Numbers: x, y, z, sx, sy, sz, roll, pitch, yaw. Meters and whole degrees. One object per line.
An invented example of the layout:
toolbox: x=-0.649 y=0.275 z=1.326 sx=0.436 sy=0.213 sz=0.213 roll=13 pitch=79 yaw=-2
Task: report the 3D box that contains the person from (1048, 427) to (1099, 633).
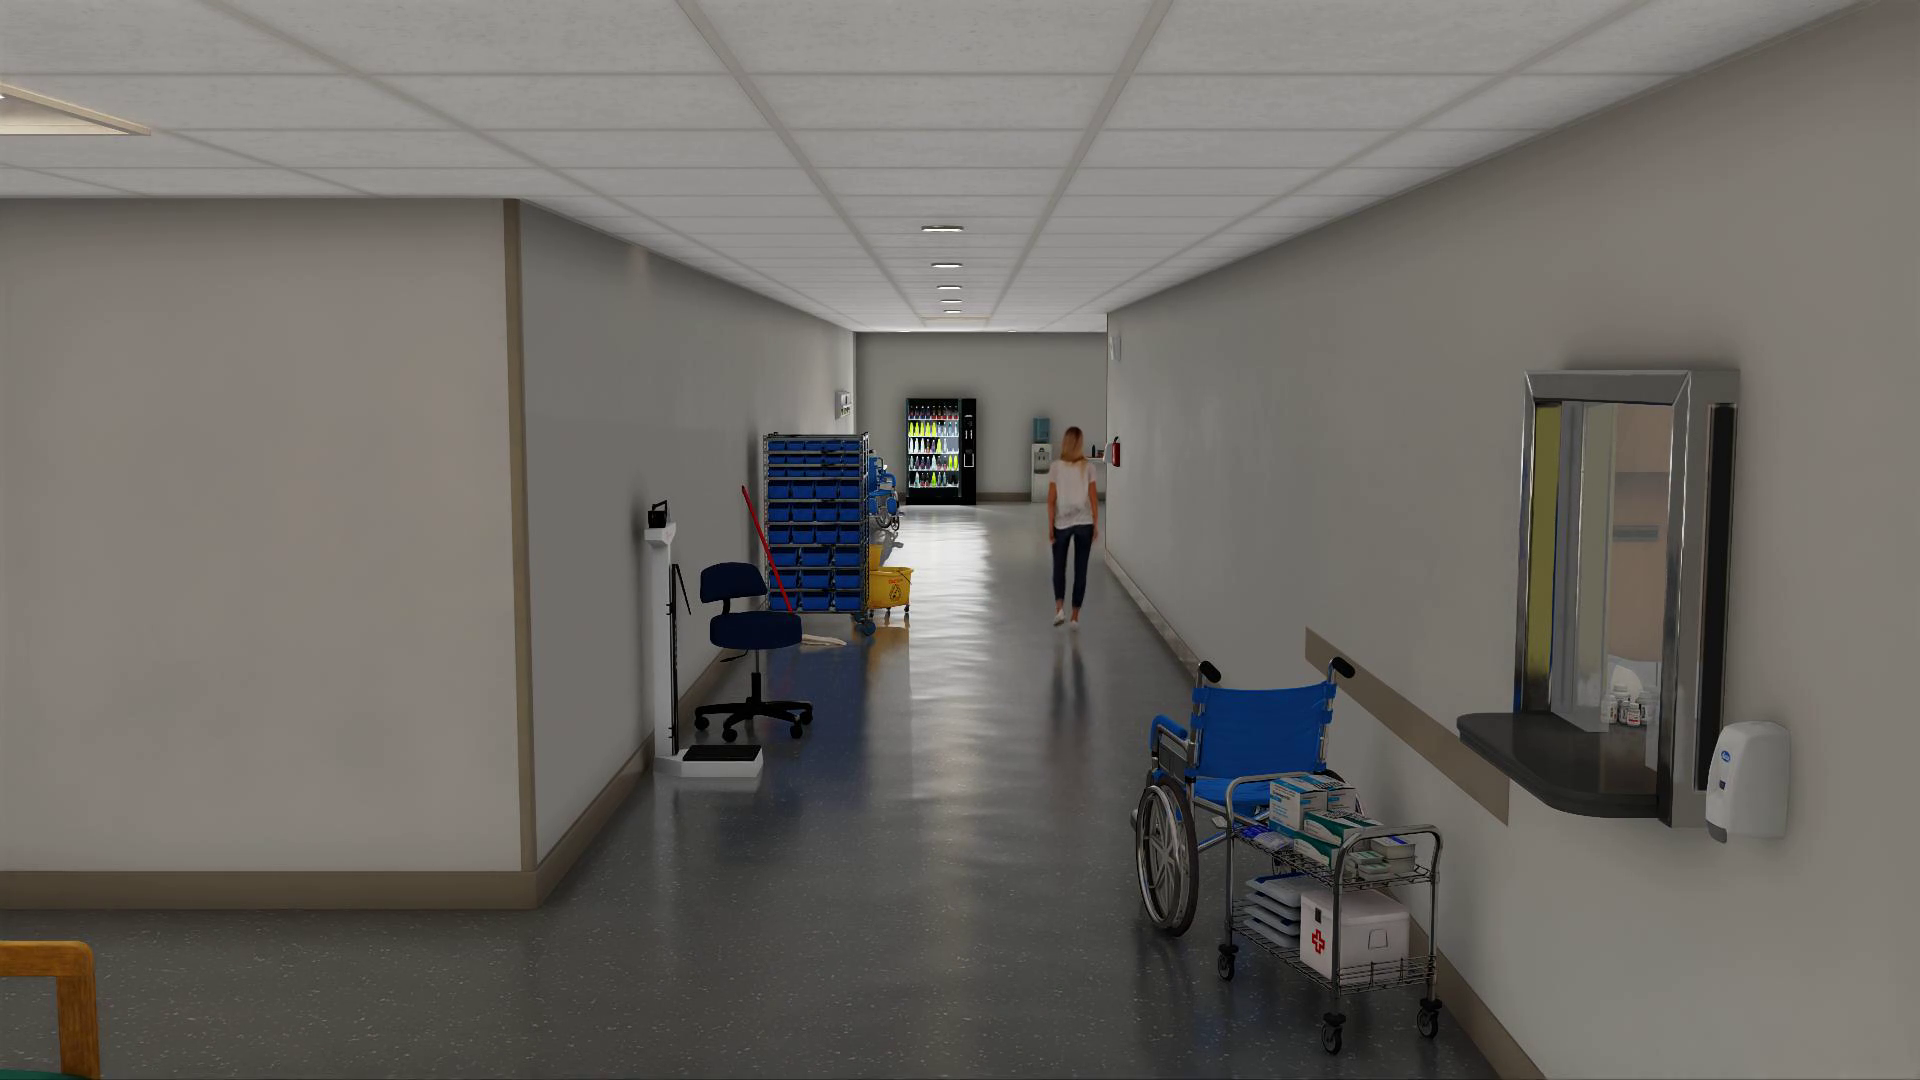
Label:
person: x=0.992 y=-0.078 z=14.528 sx=0.529 sy=1.796 sz=0.673 roll=0 pitch=6 yaw=5
